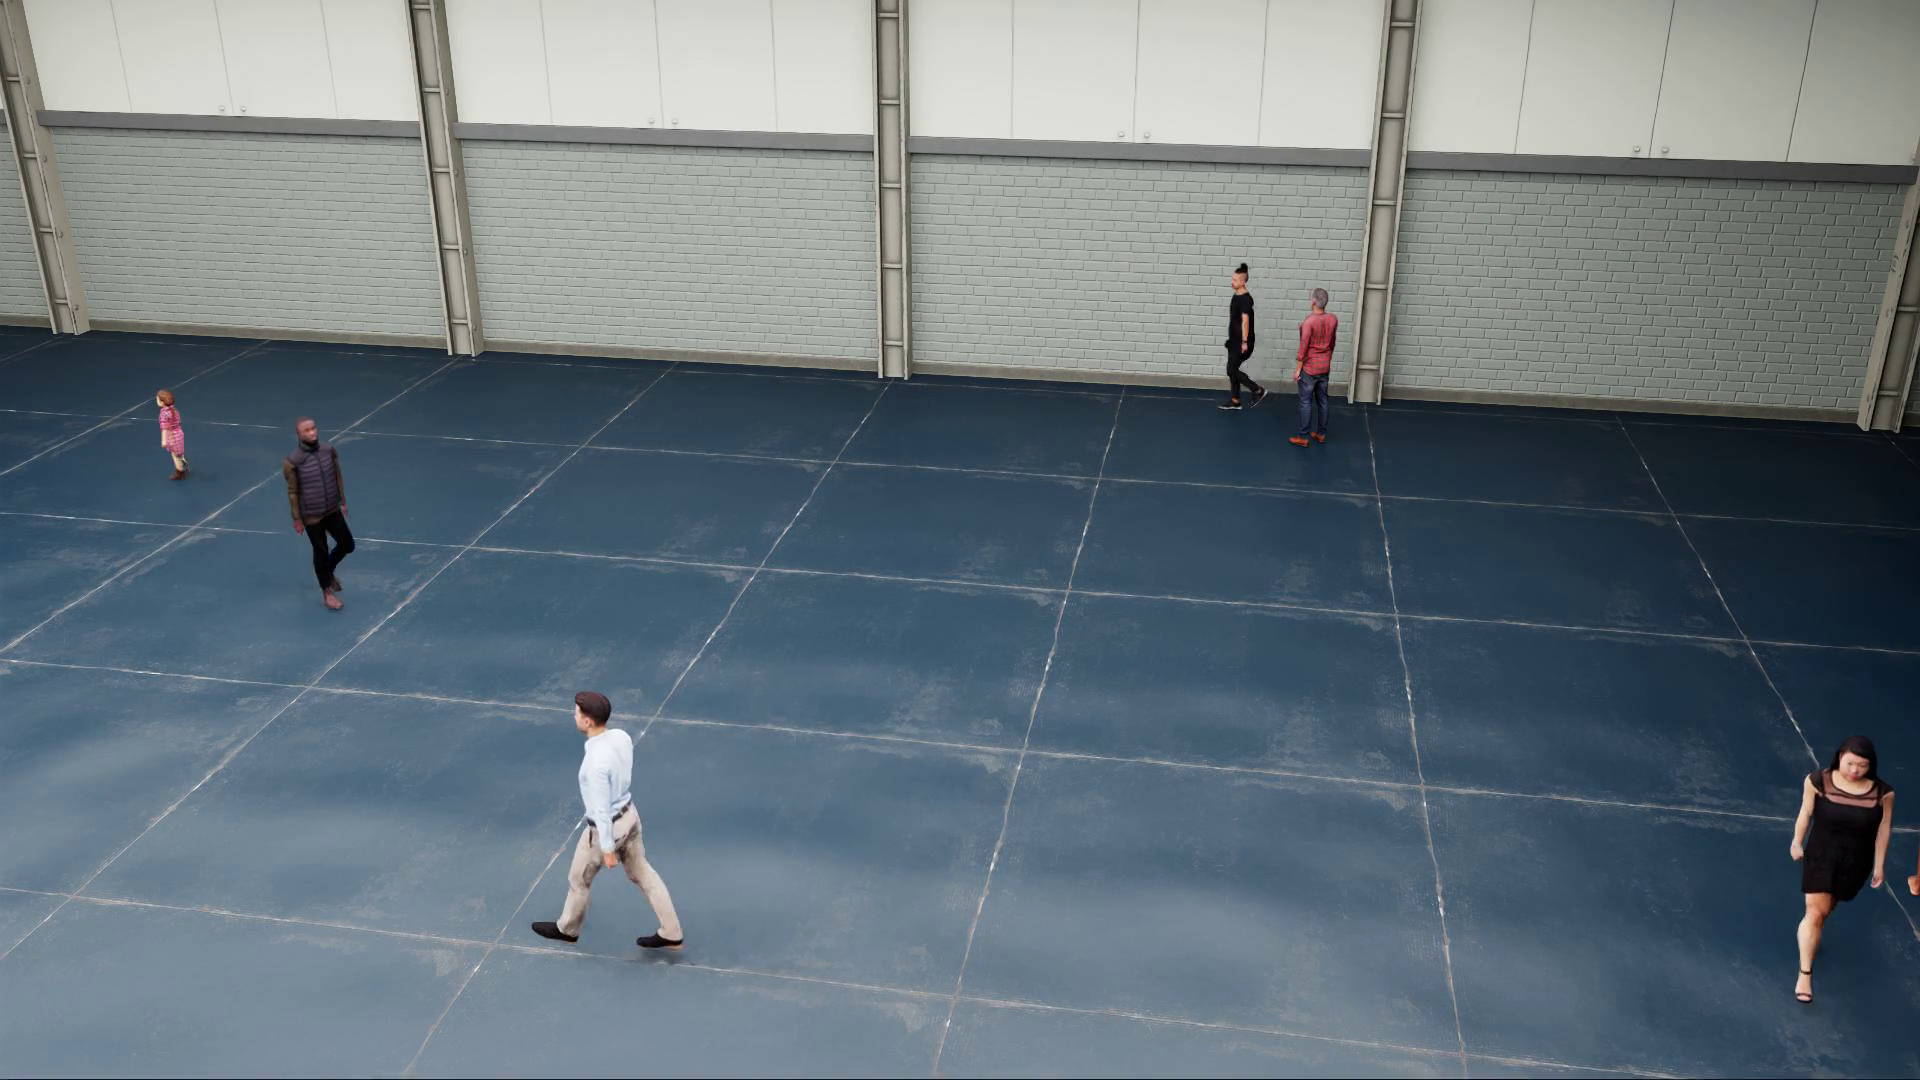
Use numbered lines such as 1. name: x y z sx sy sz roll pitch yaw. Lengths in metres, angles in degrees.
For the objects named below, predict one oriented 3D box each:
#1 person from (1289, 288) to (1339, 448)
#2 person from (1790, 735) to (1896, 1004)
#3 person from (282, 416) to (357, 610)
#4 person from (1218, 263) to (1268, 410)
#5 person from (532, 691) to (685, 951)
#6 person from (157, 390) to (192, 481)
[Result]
1. person: 4.062 -1.981 19.027 0.728 1.831 0.818 -12 26 -27
2. person: 5.303 1.909 10.079 1.035 1.675 0.828 9 25 20
3. person: -5.817 -0.266 14.999 0.899 1.826 0.860 16 28 34
4. person: 3.454 -2.425 20.040 0.854 1.855 0.792 2 23 4
5. person: -2.058 1.793 10.206 1.223 1.788 0.713 6 24 13
6. person: -8.521 -1.137 18.081 0.466 1.017 0.452 0 23 1
